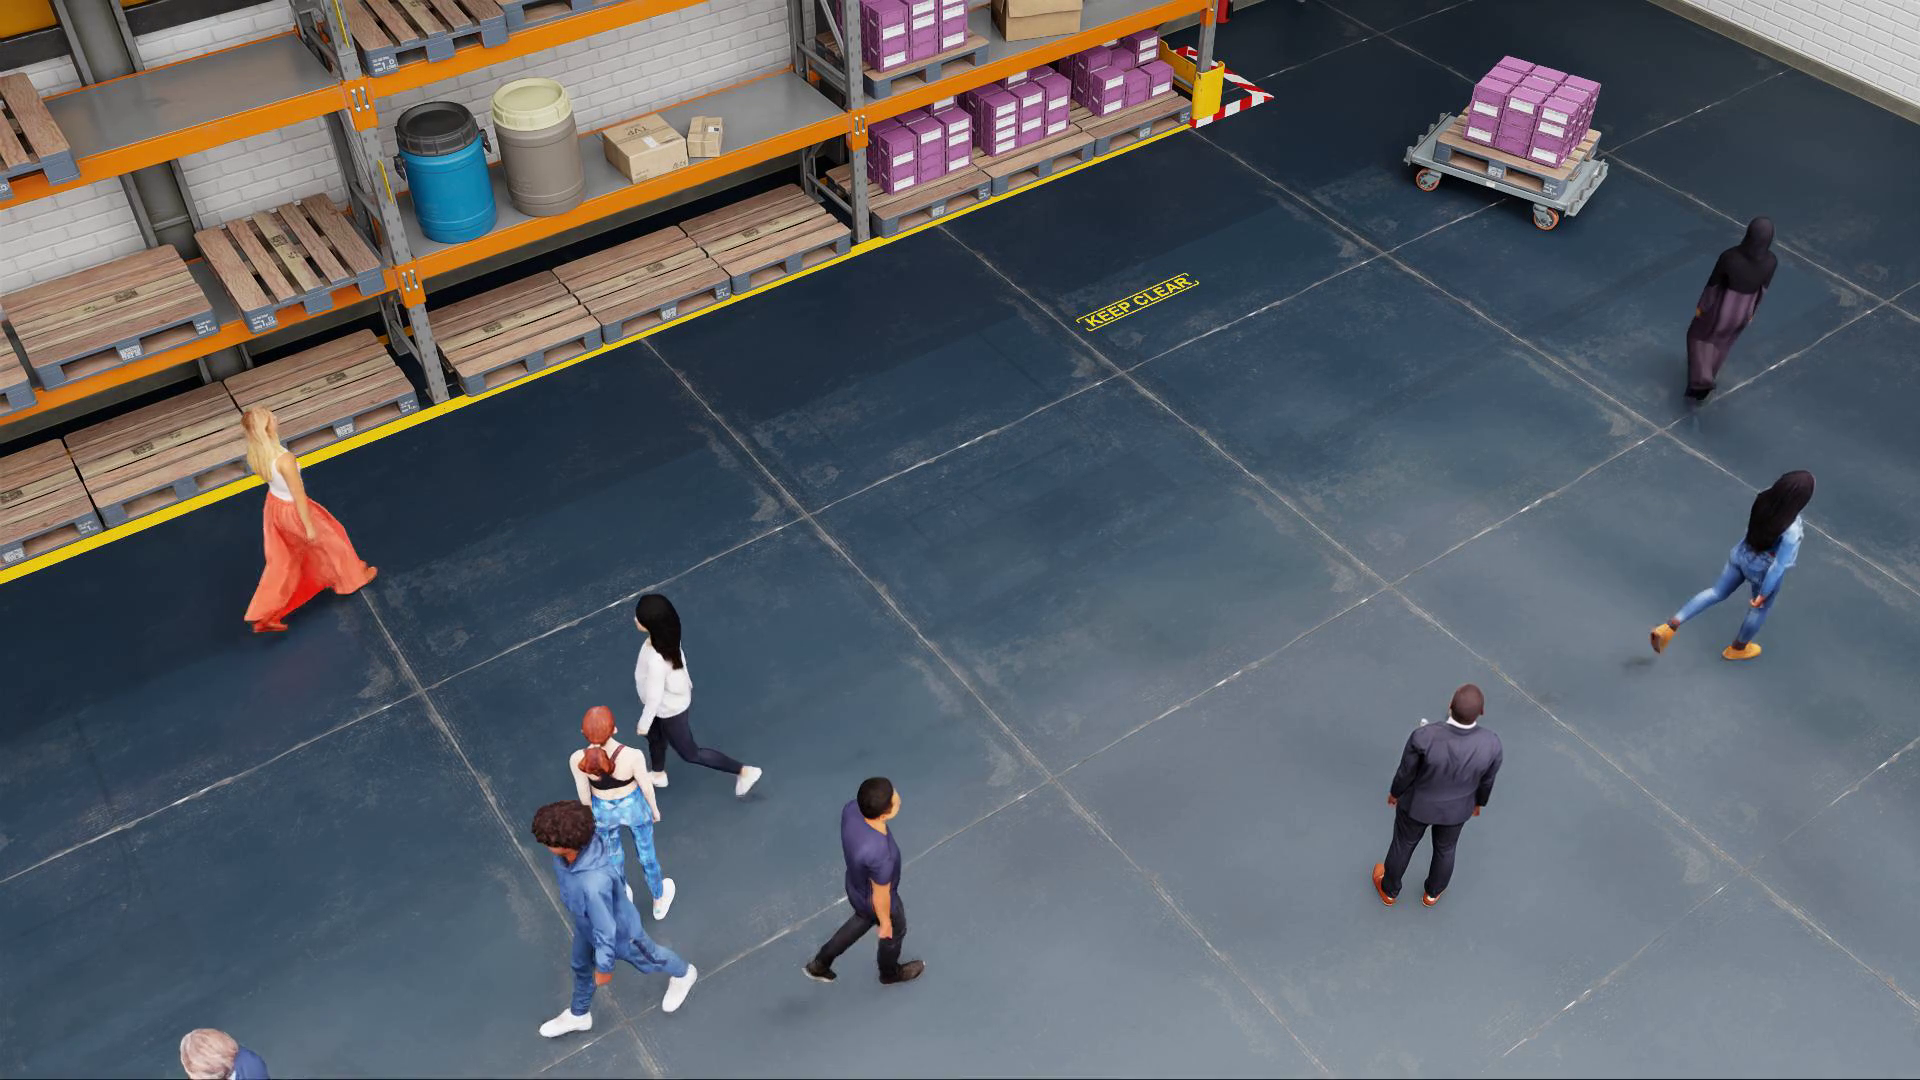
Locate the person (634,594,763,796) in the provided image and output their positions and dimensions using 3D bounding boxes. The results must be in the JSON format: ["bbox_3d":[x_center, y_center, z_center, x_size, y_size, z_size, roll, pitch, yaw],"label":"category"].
[{"bbox_3d":[-1.639,0.980,9.901,1.154,1.672,0.924,-5,44,-5],"label":"person"}]

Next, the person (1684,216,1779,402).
[{"bbox_3d":[5.927,-1.757,12.823,0.926,1.603,0.985,7,44,7],"label":"person"}]

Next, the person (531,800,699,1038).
[{"bbox_3d":[-1.793,1.979,8.787,1.100,1.761,0.749,-27,50,-26],"label":"person"}]

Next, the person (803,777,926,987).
[{"bbox_3d":[-0.544,1.887,8.875,0.962,1.772,0.747,-17,46,-17],"label":"person"}]

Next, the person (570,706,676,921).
[{"bbox_3d":[-1.881,1.531,9.240,0.659,1.785,0.736,-5,44,-5],"label":"person"}]

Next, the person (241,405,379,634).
[{"bbox_3d":[-4.485,-0.103,10.969,0.876,1.765,1.270,28,50,26],"label":"person"}]

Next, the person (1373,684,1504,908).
[{"bbox_3d":[2.668,1.449,9.298,0.774,1.824,0.843,5,44,6],"label":"person"}]

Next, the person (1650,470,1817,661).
[{"bbox_3d":[5.020,0.203,10.703,1.158,1.690,0.898,-7,44,-8],"label":"person"}]

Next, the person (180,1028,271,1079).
[{"bbox_3d":[-3.158,2.839,7.840,1.323,1.821,1.058,-5,44,-5],"label":"person"}]
